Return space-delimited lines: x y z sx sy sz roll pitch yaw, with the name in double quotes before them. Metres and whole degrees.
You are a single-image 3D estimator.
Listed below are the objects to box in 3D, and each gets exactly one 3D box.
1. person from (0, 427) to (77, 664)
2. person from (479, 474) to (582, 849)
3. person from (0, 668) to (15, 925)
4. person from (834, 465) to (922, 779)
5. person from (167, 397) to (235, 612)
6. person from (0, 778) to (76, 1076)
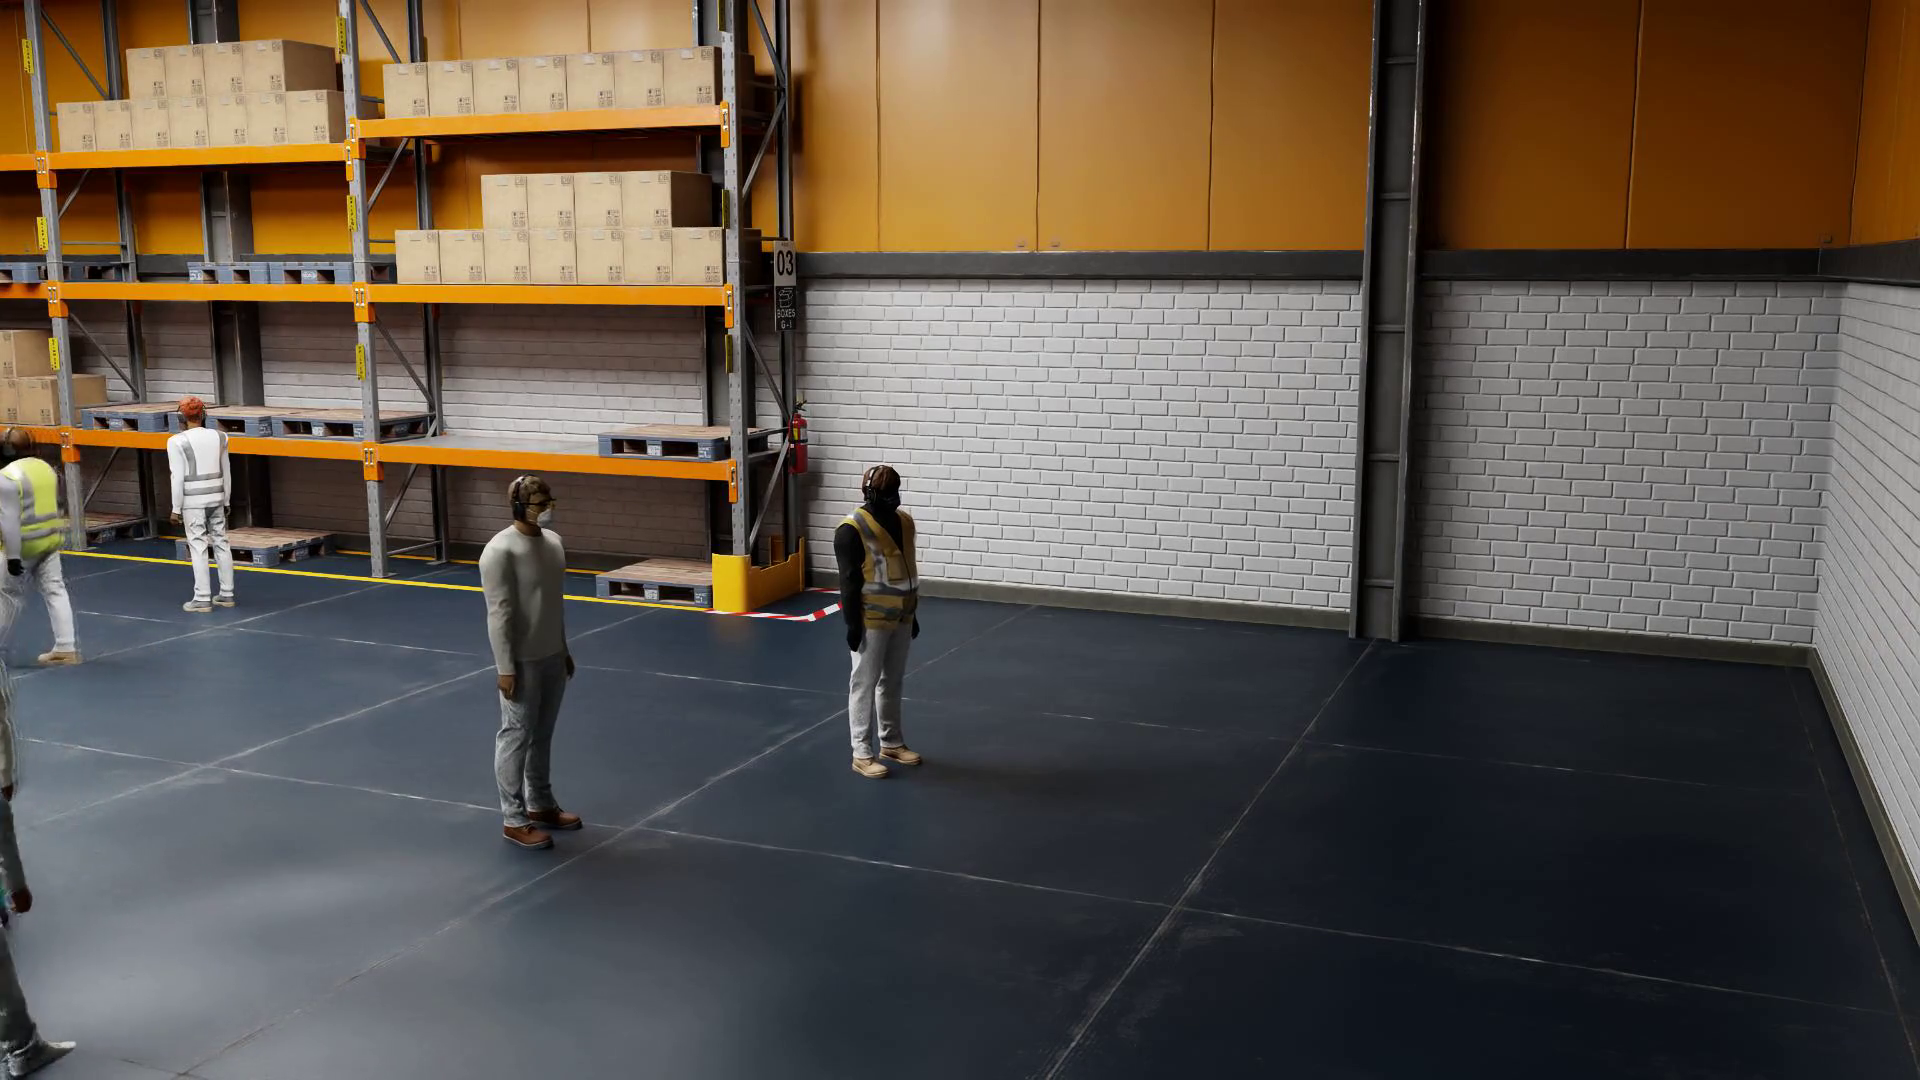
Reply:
"person" -7.118 0.059 12.486 0.900 1.803 0.660 1 9 5
"person" -2.234 0.618 8.703 0.370 1.941 0.627 3 10 18
"person" -4.346 0.997 7.093 0.539 1.718 0.924 0 9 3
"person" -0.457 0.471 9.889 0.429 1.843 0.629 7 12 36
"person" -6.622 -0.312 14.514 0.360 1.882 0.575 5 11 30
"person" -3.624 1.208 5.872 0.504 1.698 0.885 5 11 28
